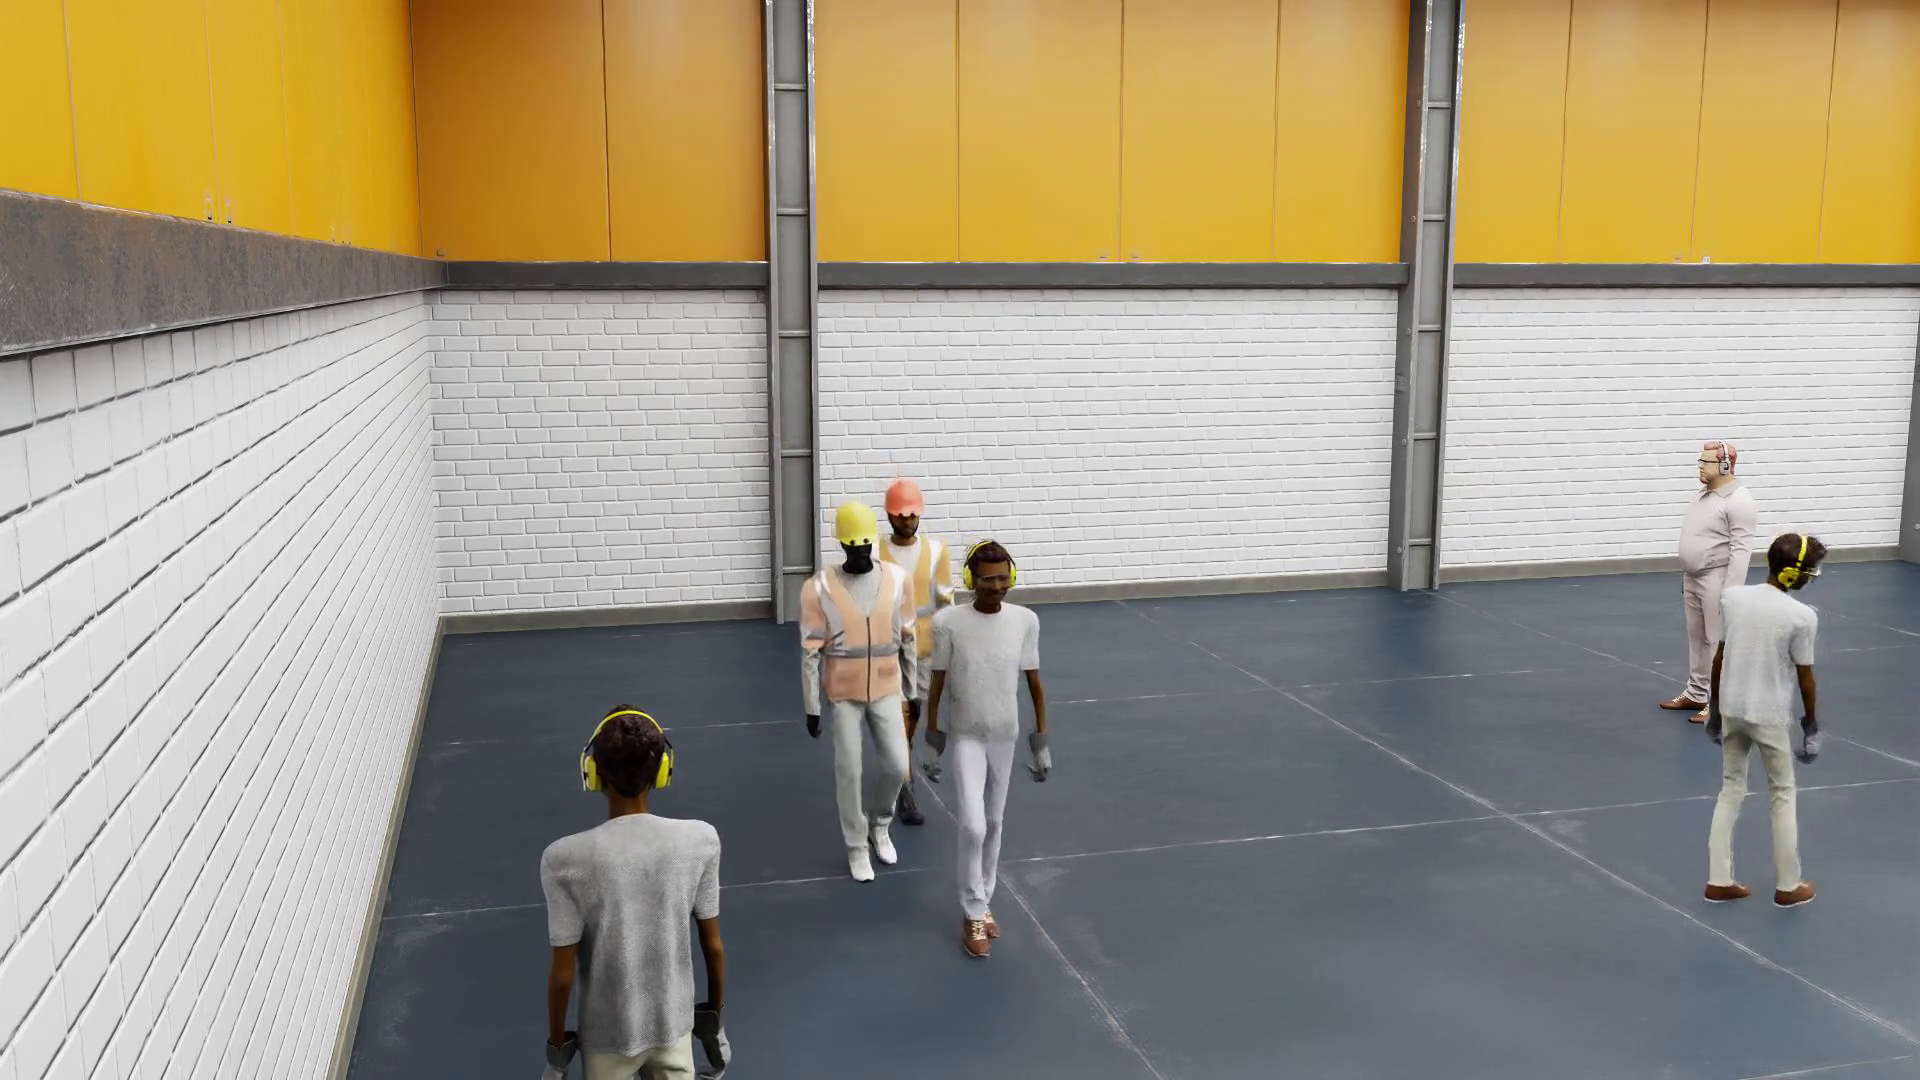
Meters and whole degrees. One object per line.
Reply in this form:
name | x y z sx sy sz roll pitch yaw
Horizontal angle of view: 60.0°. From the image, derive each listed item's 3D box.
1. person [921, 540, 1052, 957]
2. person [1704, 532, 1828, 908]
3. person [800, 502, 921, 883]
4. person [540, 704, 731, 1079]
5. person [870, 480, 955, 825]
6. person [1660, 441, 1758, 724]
person | 0.141 0.928 7.431 0.565 1.843 0.673 -3 9 -16
person | 3.847 0.859 7.950 0.484 1.830 0.525 -6 11 -33
person | -0.490 0.754 8.300 0.625 1.913 0.409 -3 10 -18
person | -0.896 1.375 4.585 0.536 1.864 0.312 -5 10 -27
person | -0.317 0.579 9.504 0.555 1.894 1.013 -2 9 -14
person | 5.076 0.282 11.276 0.407 1.909 0.638 -1 9 -4
